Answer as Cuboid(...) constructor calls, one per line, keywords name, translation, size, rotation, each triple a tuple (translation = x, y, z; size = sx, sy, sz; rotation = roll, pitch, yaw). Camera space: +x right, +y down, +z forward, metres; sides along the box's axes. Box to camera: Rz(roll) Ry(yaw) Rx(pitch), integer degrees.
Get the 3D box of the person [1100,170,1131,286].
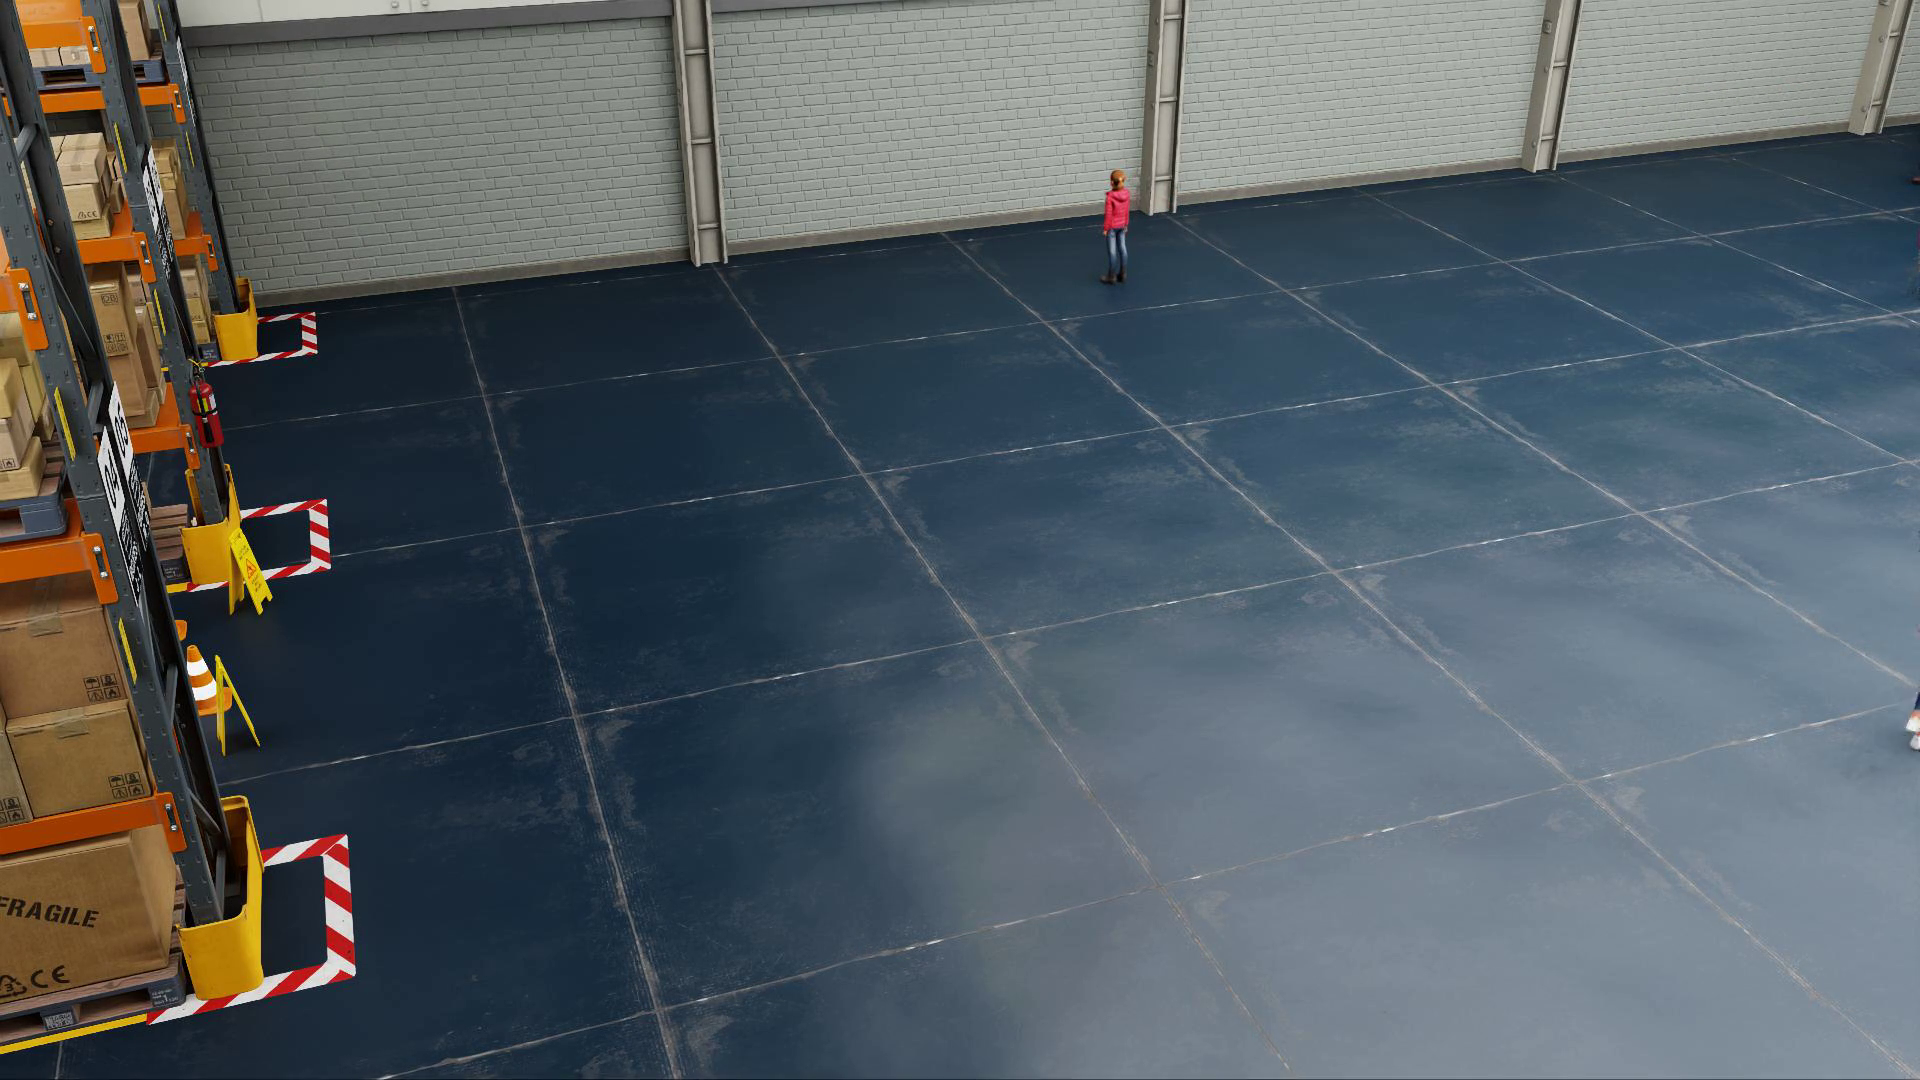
Cuboid(name="person", translation=(1.802, -3.600, 19.119), size=(0.498, 1.317, 0.627), rotation=(-19, 34, -32))
